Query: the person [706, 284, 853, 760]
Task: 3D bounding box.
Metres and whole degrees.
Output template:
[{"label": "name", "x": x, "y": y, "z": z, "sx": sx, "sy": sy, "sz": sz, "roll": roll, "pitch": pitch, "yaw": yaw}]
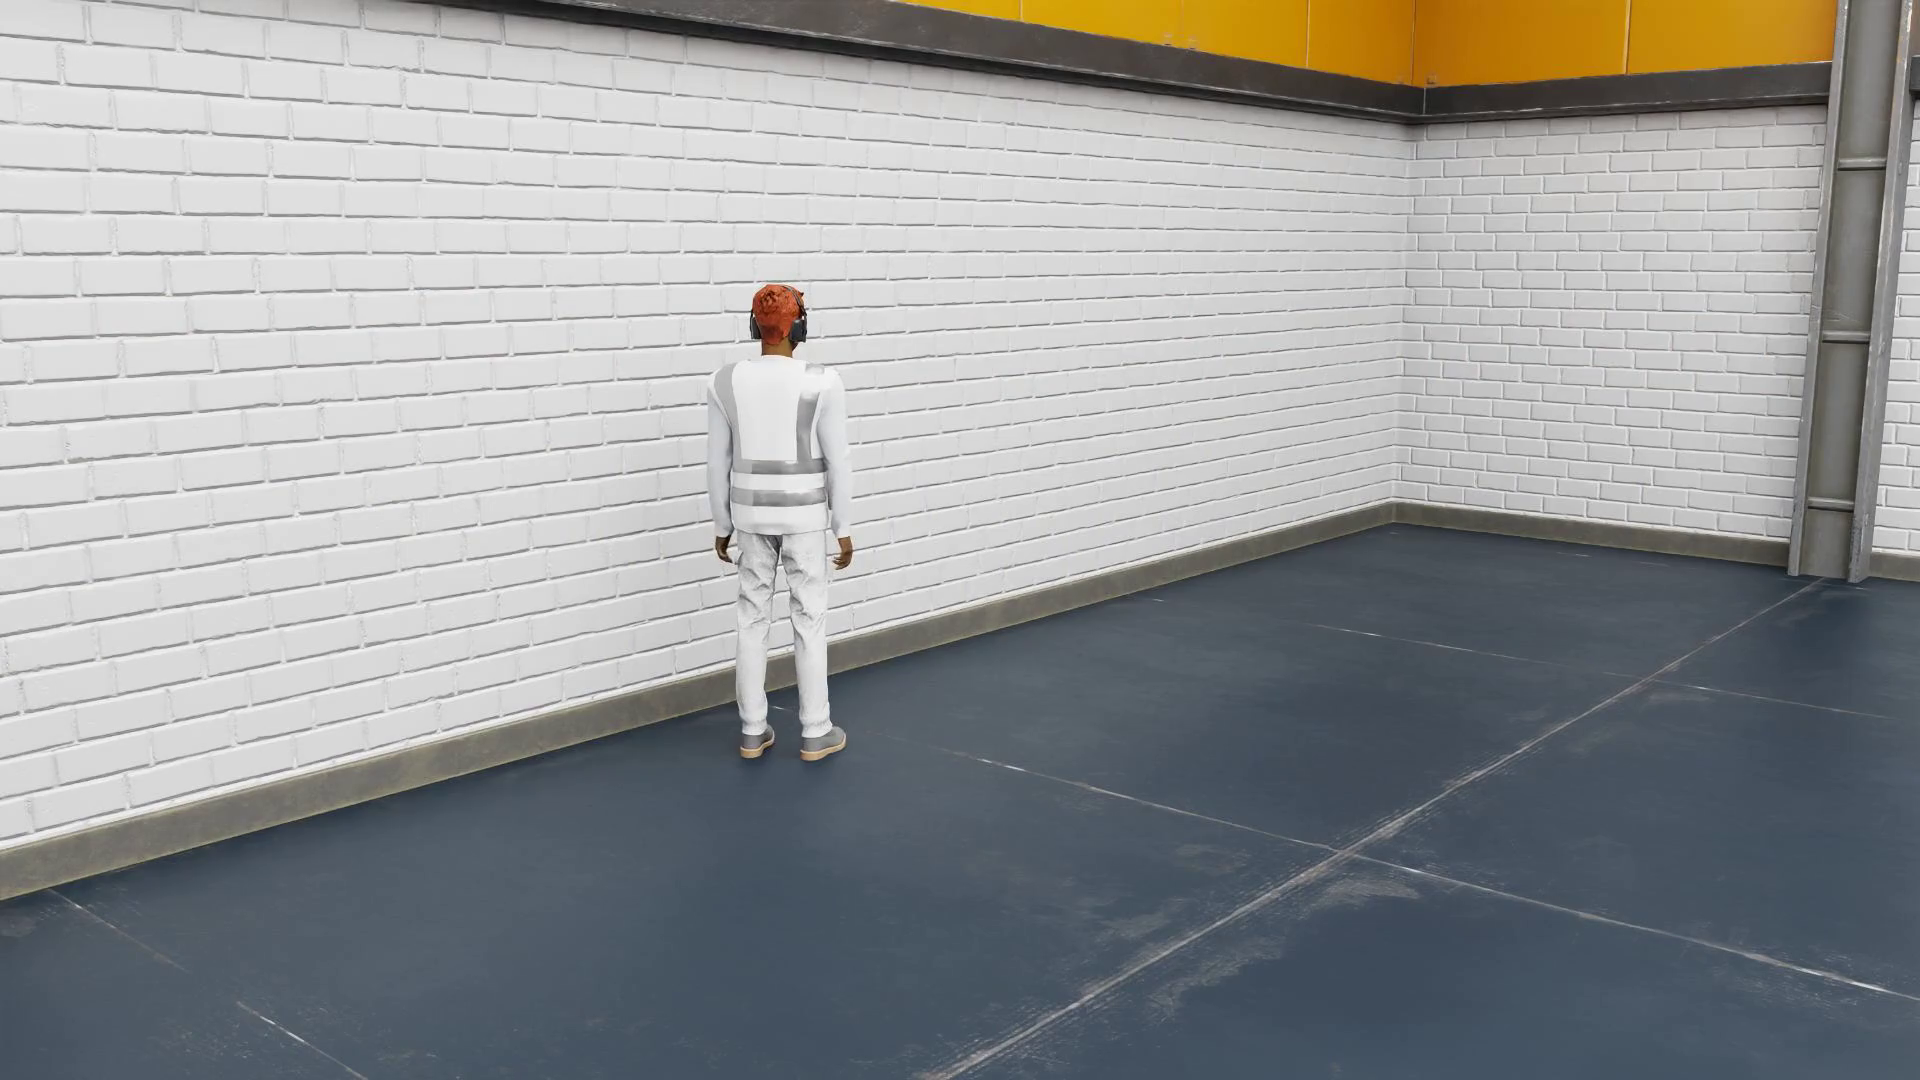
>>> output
[{"label": "person", "x": -0.702, "y": -0.061, "z": 6.573, "sx": 0.584, "sy": 1.882, "sz": 0.347, "roll": 2, "pitch": 10, "yaw": 11}]
